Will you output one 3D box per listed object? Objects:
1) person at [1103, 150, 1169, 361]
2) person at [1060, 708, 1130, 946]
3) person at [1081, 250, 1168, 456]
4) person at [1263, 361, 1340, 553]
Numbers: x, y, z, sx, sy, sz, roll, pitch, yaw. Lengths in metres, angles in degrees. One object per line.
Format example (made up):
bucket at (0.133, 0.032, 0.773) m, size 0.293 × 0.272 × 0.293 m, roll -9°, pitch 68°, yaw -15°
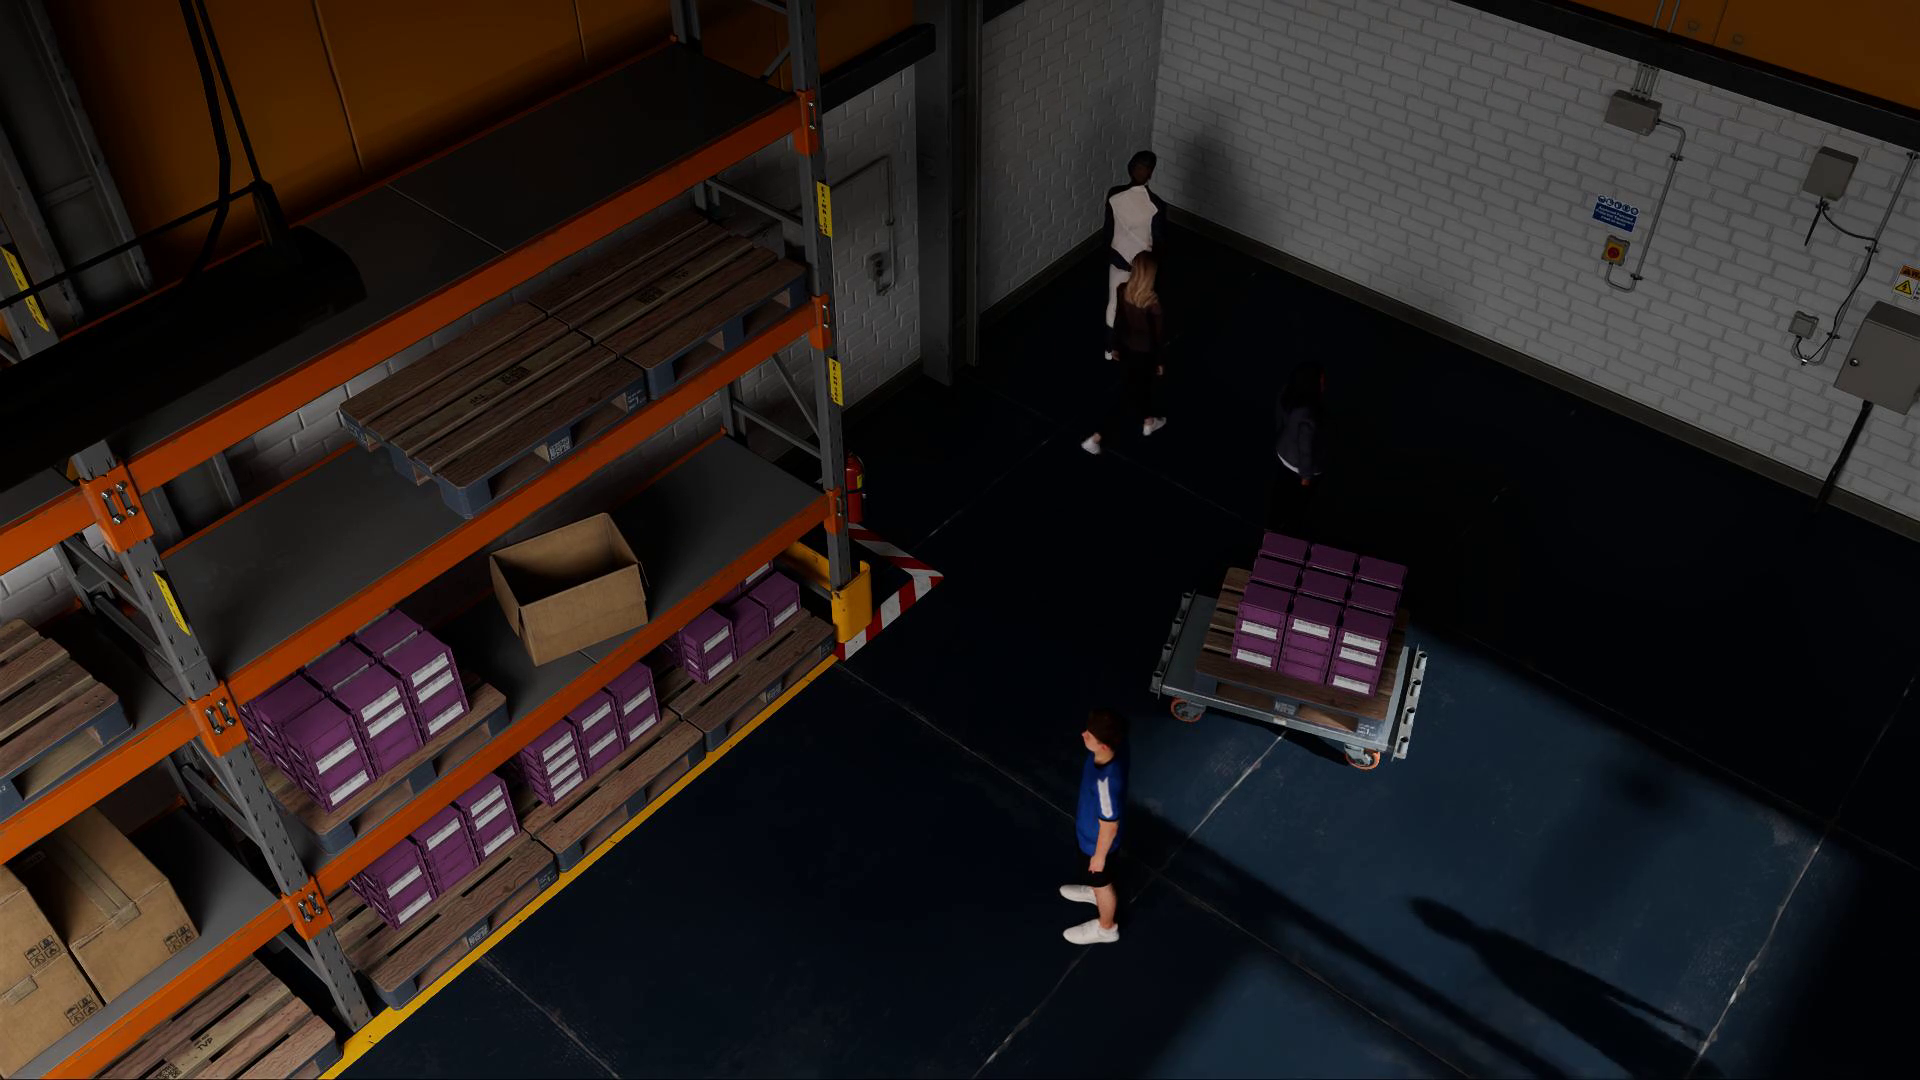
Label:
person at (1.371, -2.217, 13.146) m, size 0.737 × 1.892 × 0.667 m, roll 19°, pitch 47°, yaw 19°
person at (0.782, 1.574, 9.186) m, size 0.813 × 1.865 × 0.730 m, roll 1°, pitch 44°, yaw 1°
person at (1.254, -1.330, 12.379) m, size 1.152 × 1.665 × 0.799 m, roll -25°, pitch 49°, yaw -24°
person at (2.375, -0.595, 11.657) m, size 0.839 × 1.597 × 0.800 m, roll -10°, pitch 45°, yaw -10°
